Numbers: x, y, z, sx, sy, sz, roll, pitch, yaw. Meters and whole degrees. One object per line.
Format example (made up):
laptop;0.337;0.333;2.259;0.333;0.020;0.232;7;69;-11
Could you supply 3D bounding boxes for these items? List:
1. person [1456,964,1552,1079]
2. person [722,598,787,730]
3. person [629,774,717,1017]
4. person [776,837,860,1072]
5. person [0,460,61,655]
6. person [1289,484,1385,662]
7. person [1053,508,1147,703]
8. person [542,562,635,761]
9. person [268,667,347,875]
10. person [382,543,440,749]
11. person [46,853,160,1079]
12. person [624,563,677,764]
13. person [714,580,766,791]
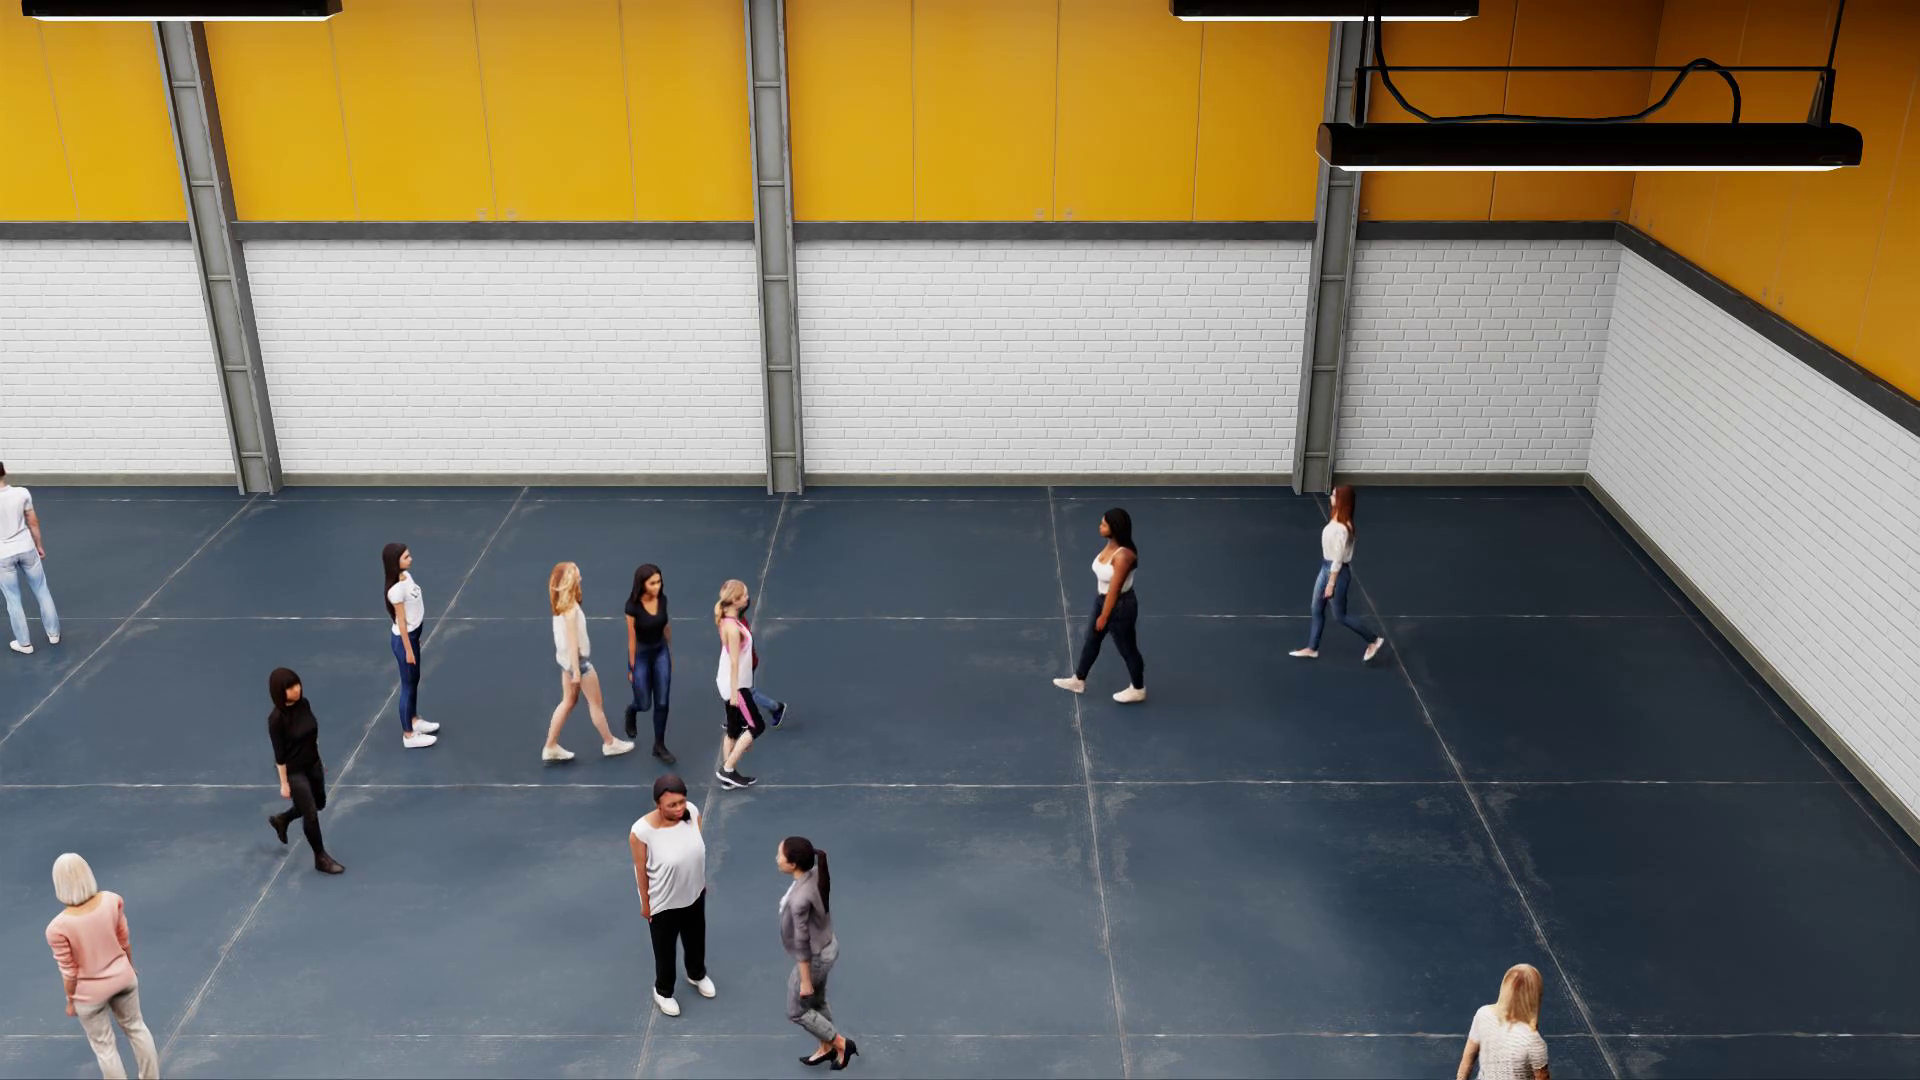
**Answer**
person;2.710;3.028;8.546;1.232;1.778;1.039;-15;28;-31
person;-1.736;1.022;13.807;0.804;1.240;0.616;-7;25;-16
person;-1.794;2.210;10.531;0.758;1.686;0.821;-21;31;-39
person;-0.803;2.511;9.880;0.743;1.655;0.698;5;24;11
person;-8.572;0.128;15.087;0.763;1.851;0.719;19;30;37
person;3.434;0.331;14.802;1.043;1.709;0.592;1;24;3
person;1.429;0.586;14.132;1.055;1.777;0.734;-4;24;-9
person;-3.150;1.006;13.231;1.062;1.729;0.865;-11;26;-24
person;-4.784;1.639;11.913;0.990;1.626;0.768;8;25;19
person;-4.520;0.845;13.546;0.567;1.773;0.616;-4;24;-10
person;-4.989;2.570;9.660;0.692;1.724;0.682;14;27;29
person;-2.554;0.956;13.354;0.866;1.722;0.912;-19;30;-37
person;-1.829;1.151;12.841;0.736;1.776;0.721;-8;25;-17
